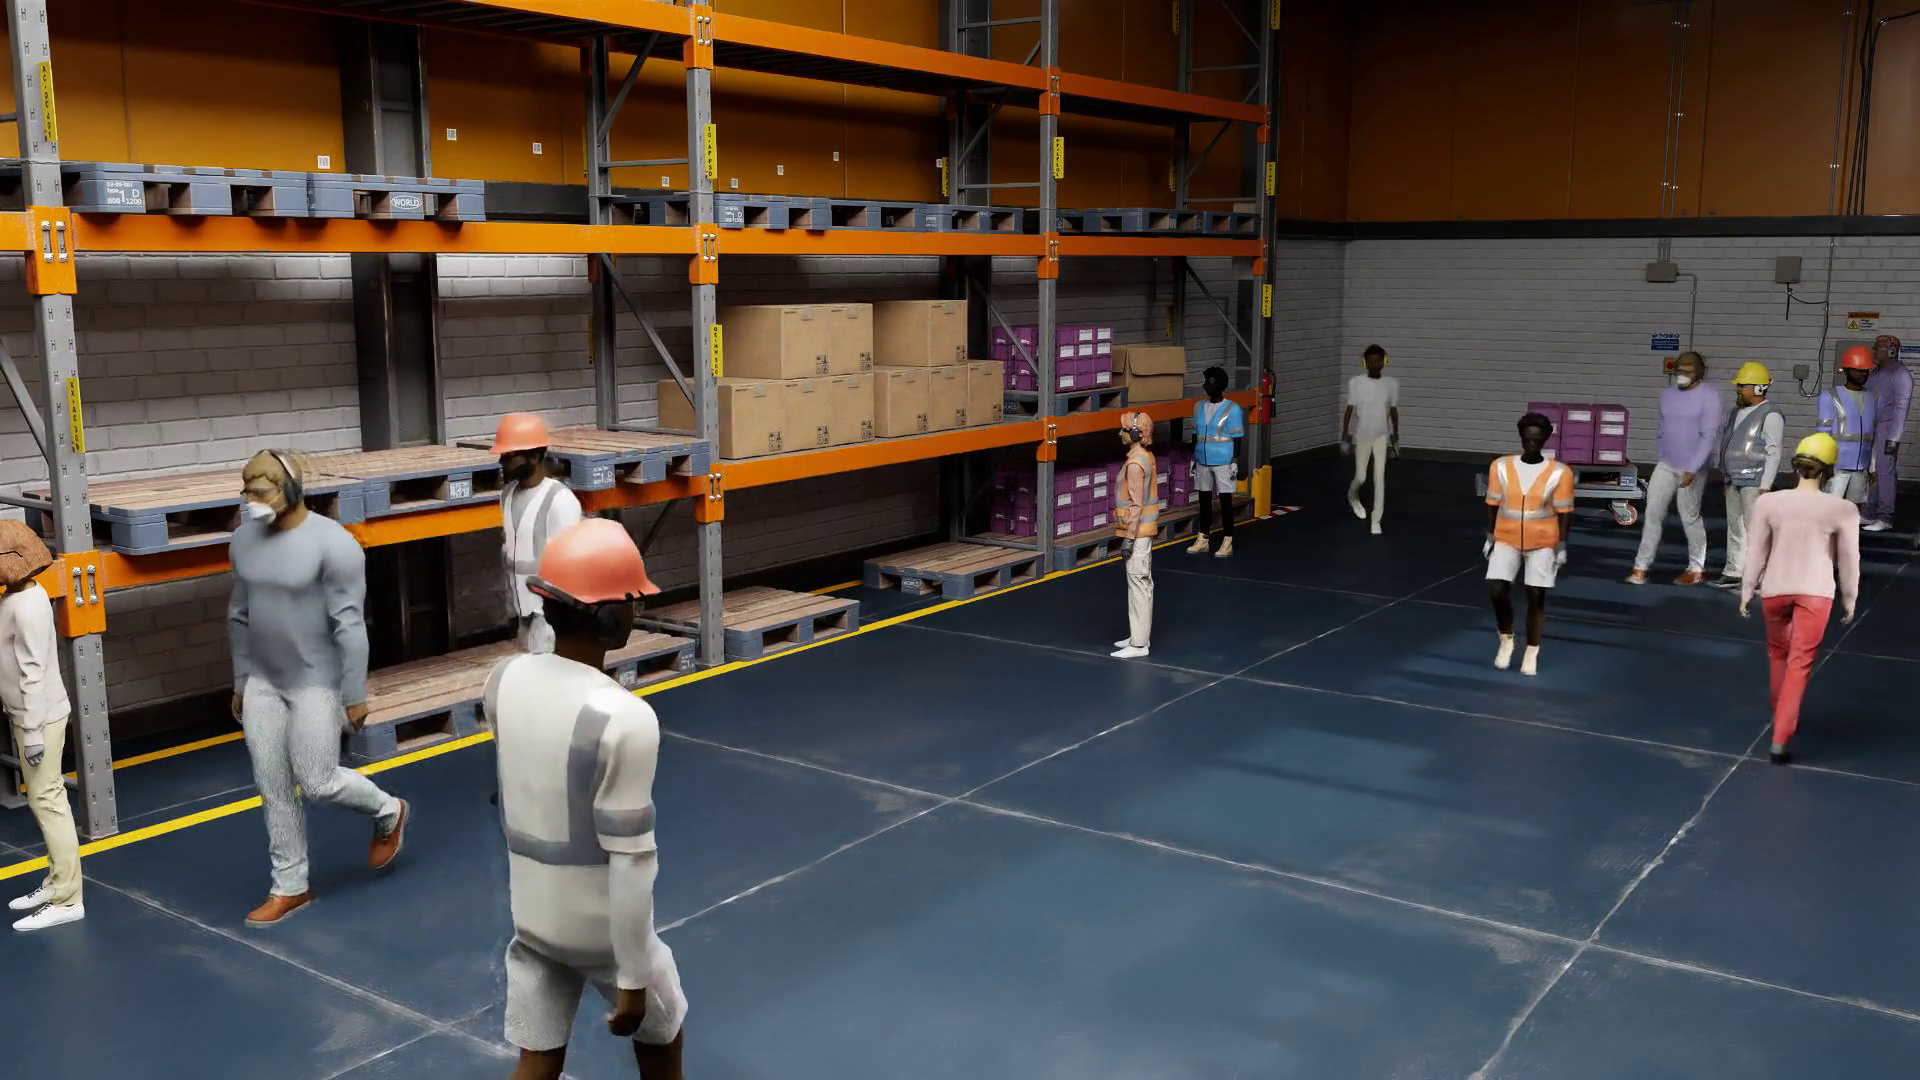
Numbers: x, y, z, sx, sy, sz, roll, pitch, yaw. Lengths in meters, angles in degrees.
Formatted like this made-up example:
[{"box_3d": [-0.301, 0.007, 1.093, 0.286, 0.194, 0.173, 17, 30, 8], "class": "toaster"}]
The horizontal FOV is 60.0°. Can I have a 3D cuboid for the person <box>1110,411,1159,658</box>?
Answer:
[{"box_3d": [1.168, -0.035, 11.039, 0.308, 1.641, 0.514, 2, 10, 11], "class": "person"}]

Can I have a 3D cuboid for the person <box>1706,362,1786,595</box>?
[{"box_3d": [6.217, -0.487, 13.157, 0.404, 1.831, 0.600, -1, 10, -7], "class": "person"}]

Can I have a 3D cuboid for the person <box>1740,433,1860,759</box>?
[{"box_3d": [4.505, 0.285, 8.924, 0.534, 1.710, 0.936, 8, 12, 40], "class": "person"}]

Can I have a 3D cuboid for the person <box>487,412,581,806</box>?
[{"box_3d": [-1.991, 0.306, 8.238, 0.554, 1.913, 0.831, 9, 13, 42], "class": "person"}]

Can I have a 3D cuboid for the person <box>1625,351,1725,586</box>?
[{"box_3d": [5.808, -0.559, 13.348, 0.656, 1.906, 0.649, -4, 10, -24], "class": "person"}]

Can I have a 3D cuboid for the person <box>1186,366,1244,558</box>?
[{"box_3d": [2.262, -0.692, 14.779, 0.317, 1.695, 0.540, -9, 13, -44], "class": "person"}]

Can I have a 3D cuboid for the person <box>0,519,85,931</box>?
[{"box_3d": [-3.673, 0.721, 6.581, 0.277, 1.629, 0.496, -6, 11, -32], "class": "person"}]

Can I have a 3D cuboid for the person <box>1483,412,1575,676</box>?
[{"box_3d": [3.581, 0.030, 10.514, 0.551, 1.682, 0.381, 5, 11, 28], "class": "person"}]

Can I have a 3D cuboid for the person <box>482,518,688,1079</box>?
[{"box_3d": [-0.978, 0.943, 4.149, 0.608, 2.008, 0.970, 7, 12, 35], "class": "person"}]

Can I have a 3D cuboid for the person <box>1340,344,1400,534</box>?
[{"box_3d": [4.006, -1.004, 16.235, 0.565, 1.839, 0.717, 1, 10, 6], "class": "person"}]

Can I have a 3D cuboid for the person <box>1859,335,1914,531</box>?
[{"box_3d": [8.974, -1.044, 16.255, 0.409, 1.909, 0.642, 0, 10, 0], "class": "person"}]

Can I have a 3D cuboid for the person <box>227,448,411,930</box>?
[{"box_3d": [-2.609, 0.563, 6.710, 0.634, 1.909, 0.683, 4, 10, 22], "class": "person"}]

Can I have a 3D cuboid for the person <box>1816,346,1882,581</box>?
[{"box_3d": [7.298, -0.624, 13.663, 0.546, 1.938, 0.361, -2, 10, -9], "class": "person"}]
